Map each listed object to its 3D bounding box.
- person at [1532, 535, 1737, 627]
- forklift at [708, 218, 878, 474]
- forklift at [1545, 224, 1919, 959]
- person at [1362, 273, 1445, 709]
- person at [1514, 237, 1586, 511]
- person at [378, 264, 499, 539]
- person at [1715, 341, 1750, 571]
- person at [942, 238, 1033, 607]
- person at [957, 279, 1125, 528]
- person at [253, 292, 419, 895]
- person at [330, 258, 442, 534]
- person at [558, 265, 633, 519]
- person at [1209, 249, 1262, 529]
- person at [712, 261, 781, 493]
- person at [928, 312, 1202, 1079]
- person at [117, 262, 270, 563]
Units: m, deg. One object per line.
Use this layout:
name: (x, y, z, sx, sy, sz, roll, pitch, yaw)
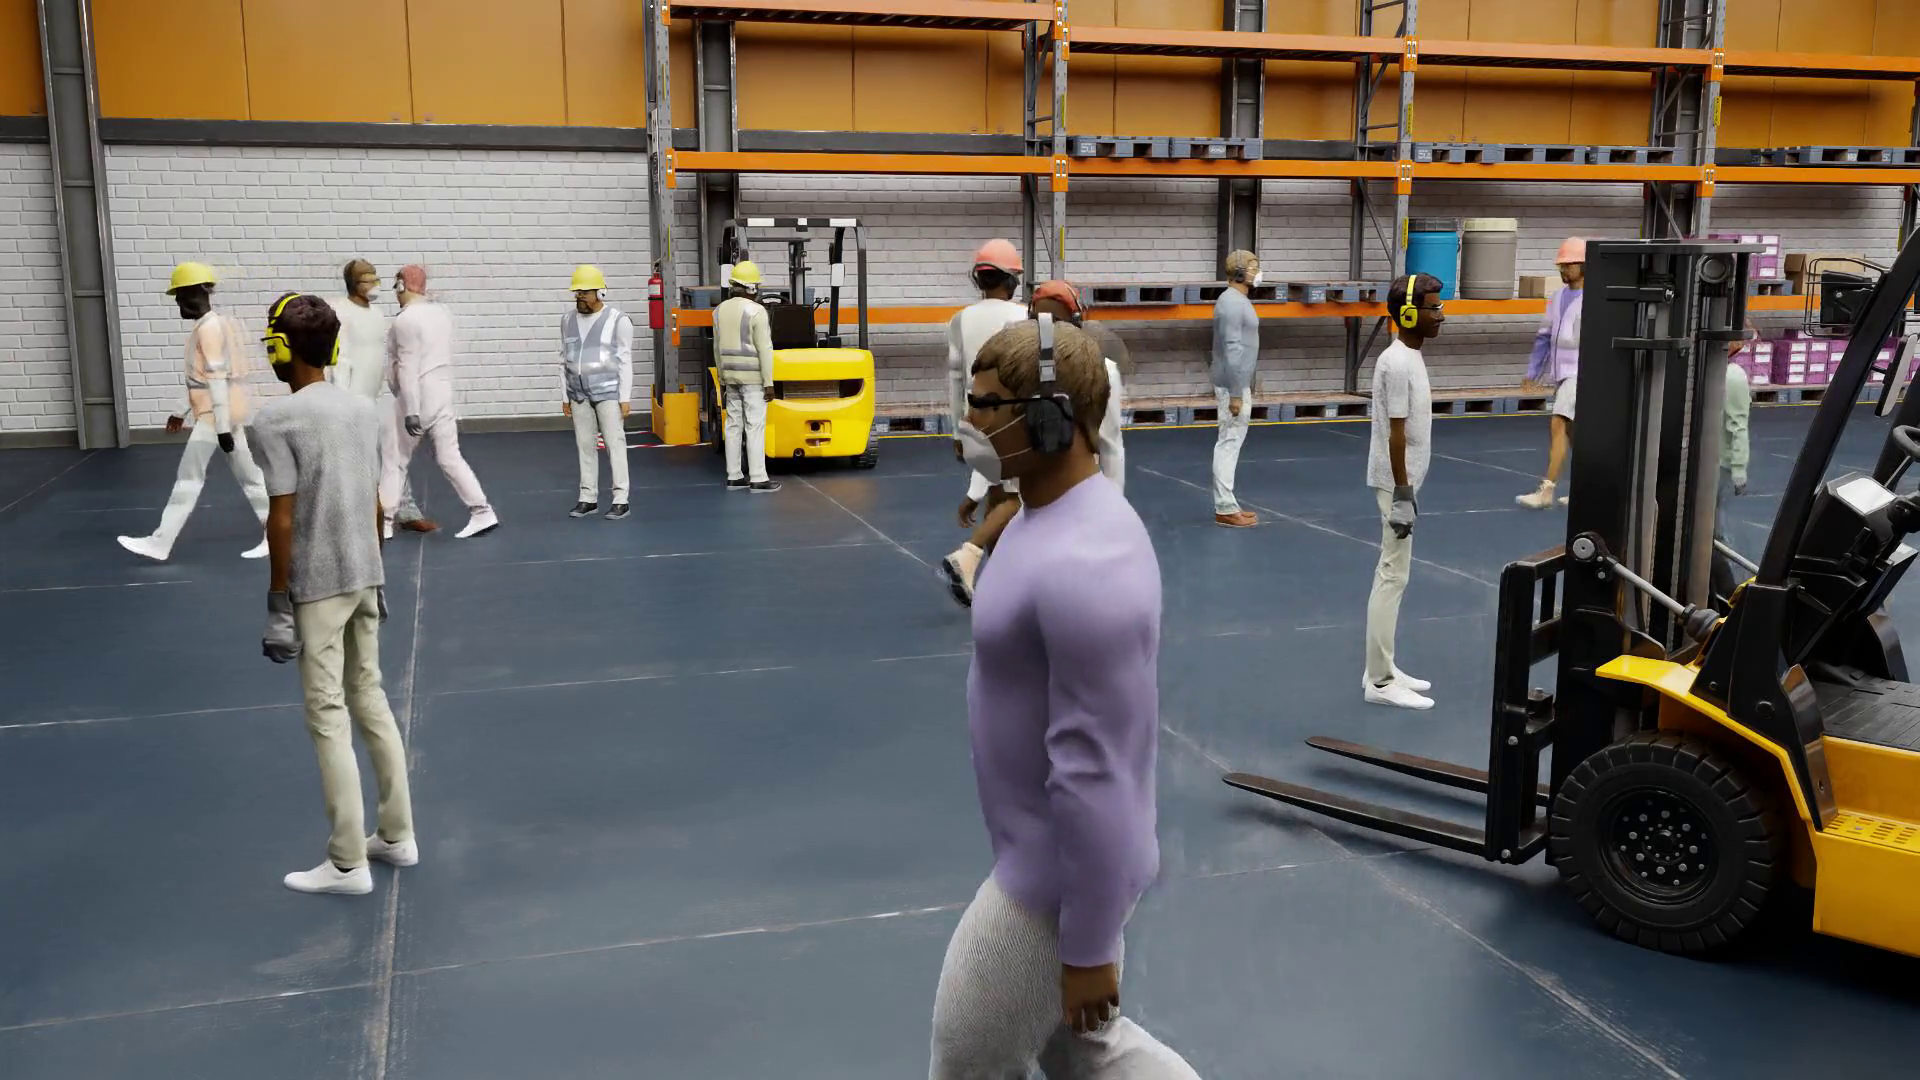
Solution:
person: (3.431, -0.462, 8.103, 1.008, 2.000, 0.692, 2, 11, 13)
forklift: (-1.522, -1.778, 14.899, 1.214, 2.155, 2.313, -3, 11, -17)
forklift: (2.909, 0.117, 4.508, 2.313, 2.155, 1.214, 9, 14, 40)
person: (1.932, -0.215, 7.219, 0.326, 1.871, 0.520, 3, 11, 14)
person: (4.433, -1.220, 12.351, 0.909, 2.007, 0.619, -3, 11, -14)
person: (-3.585, -0.912, 11.145, 0.951, 1.854, 0.665, 2, 11, 11)
person: (3.895, -0.384, 8.832, 0.616, 1.609, 0.536, 0, 10, 0)
person: (0.159, -0.625, 9.071, 0.622, 2.020, 0.788, 9, 13, 40)
person: (0.324, -0.161, 7.005, 0.596, 1.840, 0.942, 9, 14, 41)
person: (-1.959, 0.173, 5.170, 0.363, 1.853, 0.514, 4, 11, 20)
person: (-4.113, -0.954, 11.253, 1.029, 1.893, 0.632, 2, 11, 10)
person: (-2.630, -1.057, 11.966, 0.591, 1.826, 0.403, 4, 11, 19)
person: (1.934, -1.055, 11.634, 0.370, 1.940, 0.630, 2, 11, 11)
person: (-1.683, -1.289, 13.208, 0.600, 1.831, 0.404, 9, 13, 39)
person: (0.235, 0.561, 2.884, 0.890, 1.910, 0.638, 0, 10, 1)
person: (-4.713, -0.782, 10.350, 1.010, 1.860, 0.585, -3, 11, -16)
